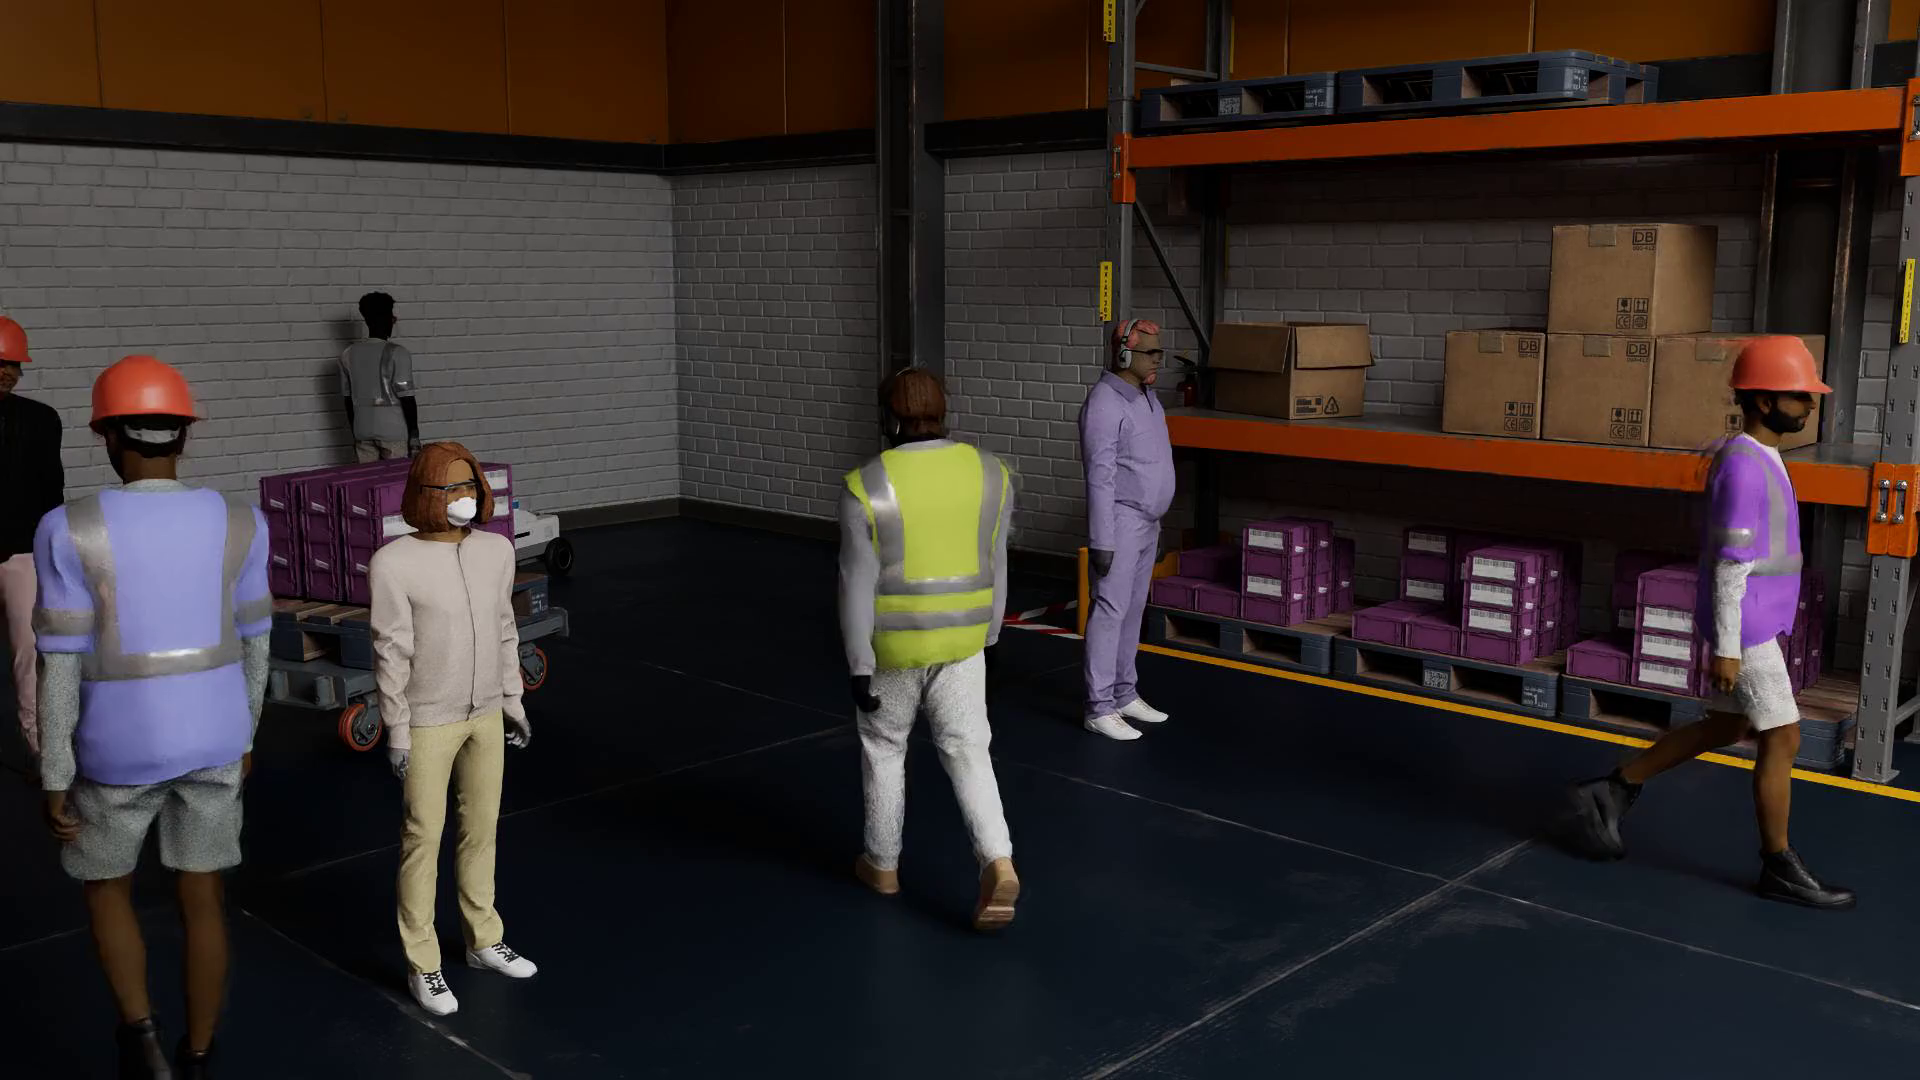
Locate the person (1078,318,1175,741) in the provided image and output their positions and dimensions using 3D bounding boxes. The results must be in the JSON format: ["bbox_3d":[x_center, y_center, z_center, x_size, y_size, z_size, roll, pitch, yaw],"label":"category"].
[{"bbox_3d":[0.772,-0.051,7.564,0.403,1.900,0.637,4,10,25],"label":"person"}]

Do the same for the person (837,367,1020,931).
[{"bbox_3d":[-0.093,0.346,5.403,0.625,1.815,0.827,-4,10,-22],"label":"person"}]

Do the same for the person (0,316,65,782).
[{"bbox_3d":[-4.065,0.028,6.992,0.619,1.933,1.083,-8,12,-39],"label":"person"}]

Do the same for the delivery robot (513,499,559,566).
[{"bbox_3d":[-3.032,-0.030,11.256,0.477,0.478,0.707,3,10,21],"label":"delivery robot"}]

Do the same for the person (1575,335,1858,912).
[{"bbox_3d":[2.587,0.262,5.623,0.863,1.914,0.546,5,11,30],"label":"person"}]

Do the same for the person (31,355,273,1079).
[{"bbox_3d":[-1.985,0.502,4.131,0.574,1.908,0.469,-8,12,-39],"label":"person"}]

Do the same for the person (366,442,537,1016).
[{"bbox_3d":[-1.464,0.527,4.826,0.286,1.633,0.500,6,11,33],"label":"person"}]

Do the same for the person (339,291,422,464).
[{"bbox_3d":[-4.009,-0.744,11.598,0.604,1.967,0.367,4,10,22],"label":"person"}]
